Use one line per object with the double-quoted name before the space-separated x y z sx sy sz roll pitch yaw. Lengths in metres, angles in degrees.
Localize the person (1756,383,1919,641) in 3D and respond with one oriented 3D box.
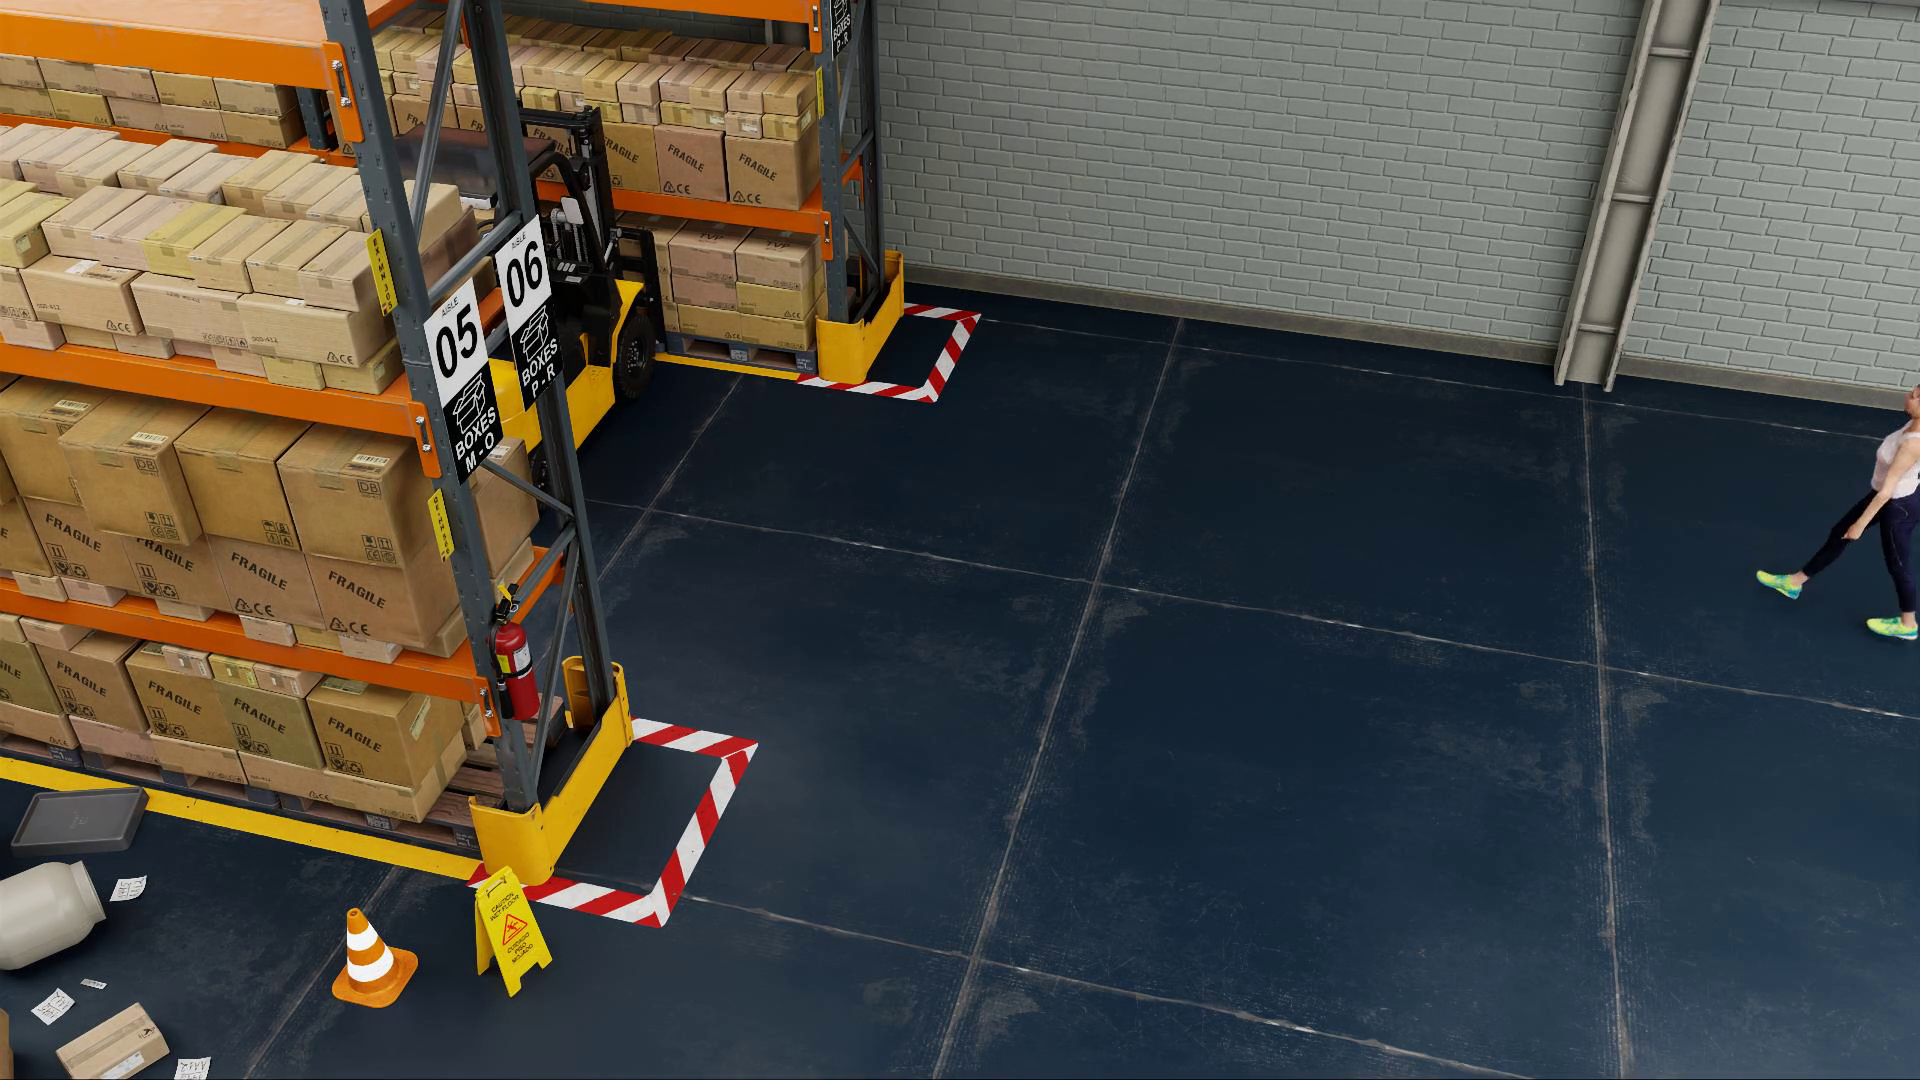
"person" 5.390 -0.121 9.481 1.229 1.649 0.865 21 42 25
